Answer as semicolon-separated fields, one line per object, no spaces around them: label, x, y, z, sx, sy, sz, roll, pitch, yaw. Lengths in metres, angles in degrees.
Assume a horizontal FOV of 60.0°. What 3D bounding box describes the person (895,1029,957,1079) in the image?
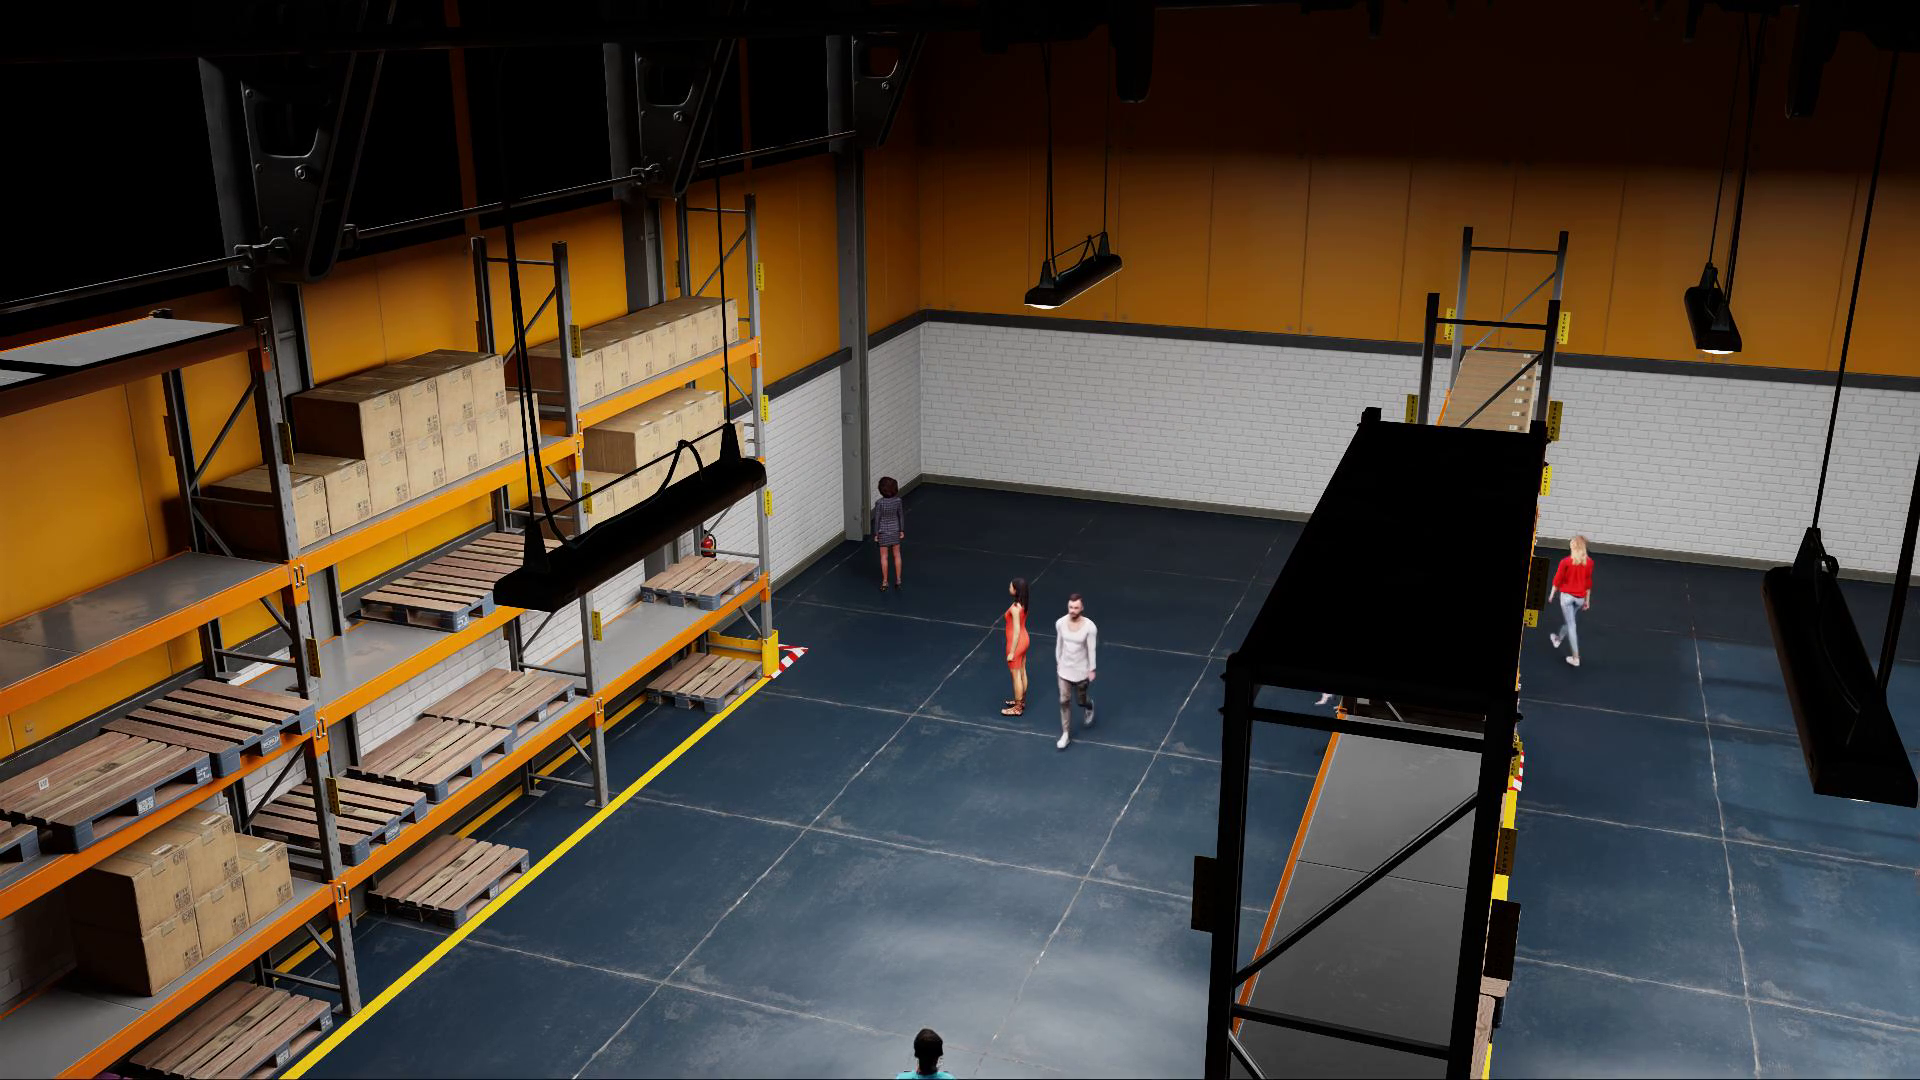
person;-0.232;4.160;11.139;0.904;1.734;1.257;0;19;1

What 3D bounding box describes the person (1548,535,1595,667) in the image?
person;7.842;0.804;21.231;0.955;1.654;1.196;-2;19;-6

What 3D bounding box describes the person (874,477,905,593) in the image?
person;-1.020;-0.087;23.800;0.696;1.702;0.755;-8;20;-23

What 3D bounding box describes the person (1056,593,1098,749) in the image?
person;1.333;1.447;19.067;0.717;1.816;1.055;9;20;24

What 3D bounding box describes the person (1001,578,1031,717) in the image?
person;0.689;1.257;19.784;0.648;1.719;0.471;5;19;16
